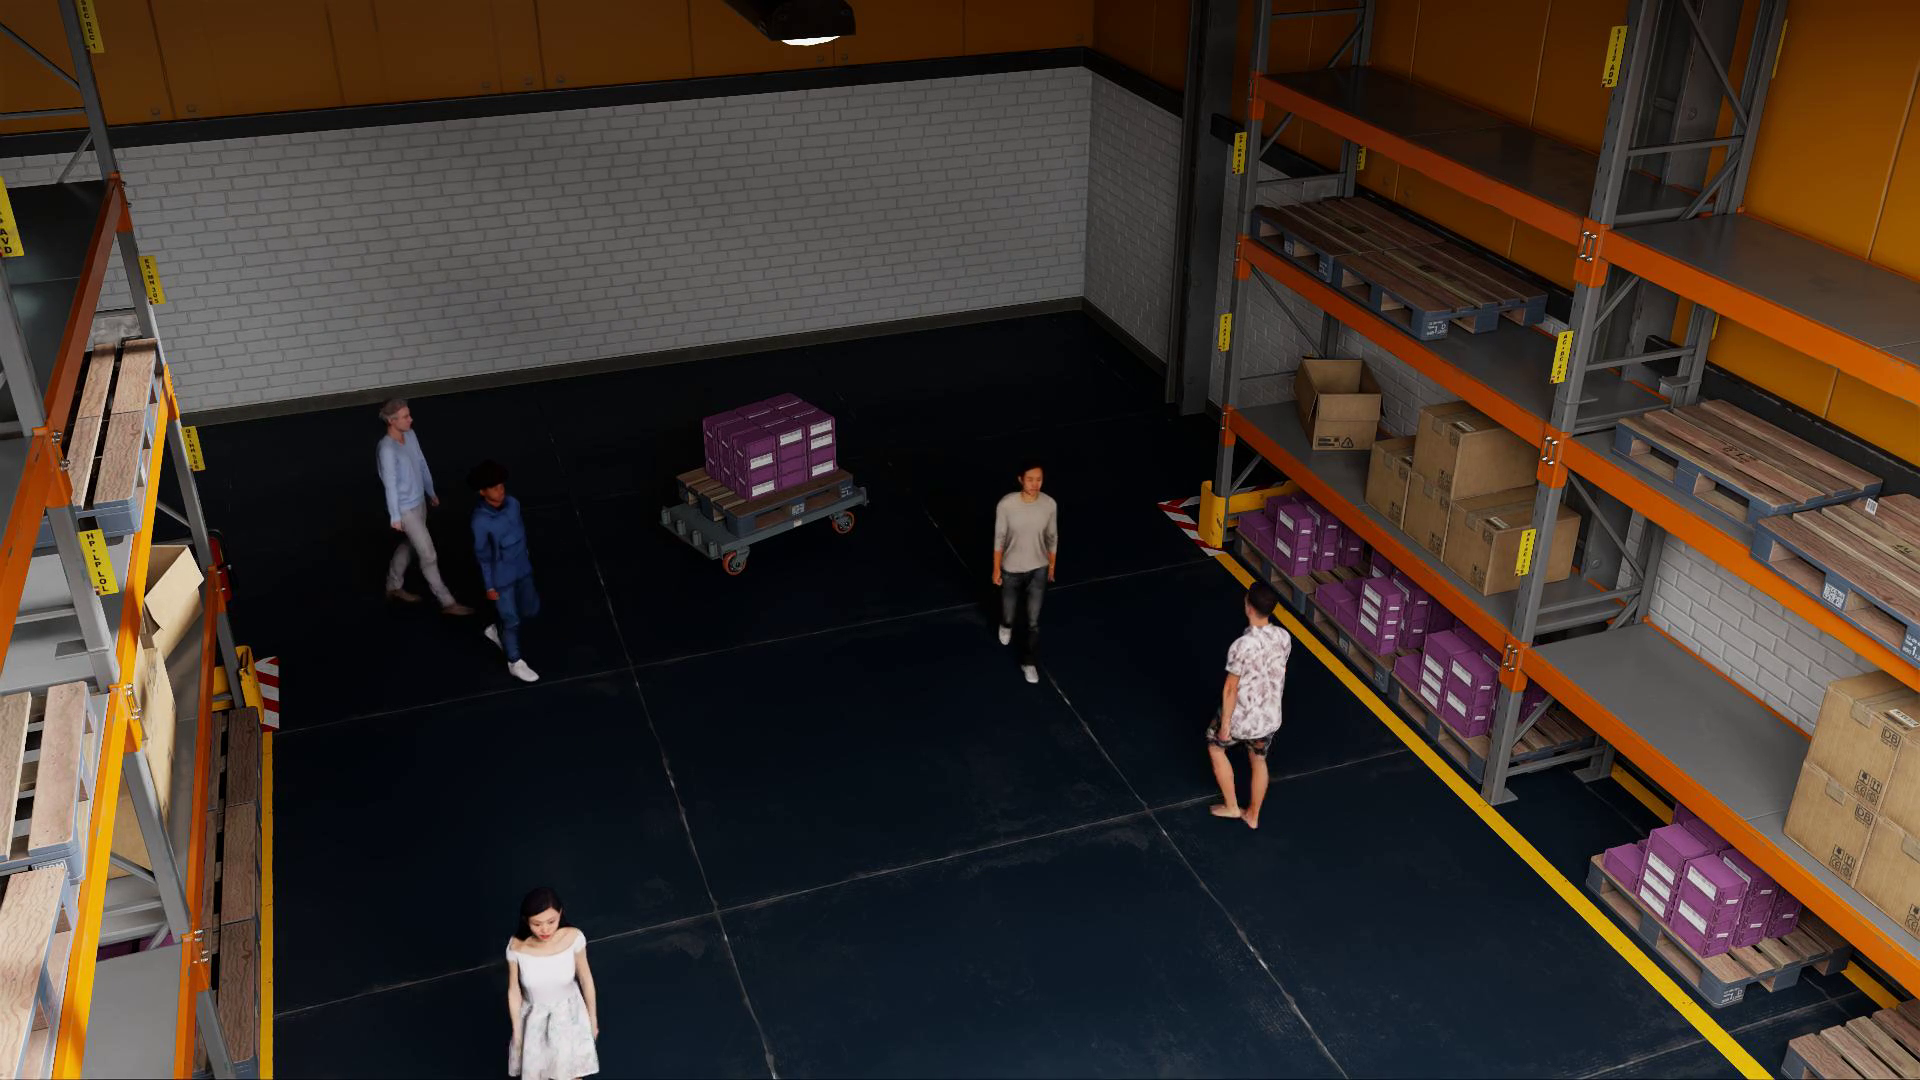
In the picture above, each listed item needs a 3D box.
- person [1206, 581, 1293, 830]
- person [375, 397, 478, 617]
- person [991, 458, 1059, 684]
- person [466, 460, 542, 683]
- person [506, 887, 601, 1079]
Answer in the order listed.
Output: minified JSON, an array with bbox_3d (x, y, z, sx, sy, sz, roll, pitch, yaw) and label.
[{"bbox_3d":[1.934,1.141,10.776,0.732,1.805,0.684,-14,32,-24],"label":"person"},{"bbox_3d":[-4.473,-0.261,13.288,1.041,1.860,1.131,3,29,5],"label":"person"},{"bbox_3d":[0.462,0.175,12.557,0.772,1.795,0.959,-4,29,-8],"label":"person"},{"bbox_3d":[-3.471,0.215,12.482,0.965,1.797,0.904,14,31,23],"label":"person"},{"bbox_3d":[-2.068,2.435,8.454,0.681,1.756,0.908,-7,29,-13],"label":"person"}]
